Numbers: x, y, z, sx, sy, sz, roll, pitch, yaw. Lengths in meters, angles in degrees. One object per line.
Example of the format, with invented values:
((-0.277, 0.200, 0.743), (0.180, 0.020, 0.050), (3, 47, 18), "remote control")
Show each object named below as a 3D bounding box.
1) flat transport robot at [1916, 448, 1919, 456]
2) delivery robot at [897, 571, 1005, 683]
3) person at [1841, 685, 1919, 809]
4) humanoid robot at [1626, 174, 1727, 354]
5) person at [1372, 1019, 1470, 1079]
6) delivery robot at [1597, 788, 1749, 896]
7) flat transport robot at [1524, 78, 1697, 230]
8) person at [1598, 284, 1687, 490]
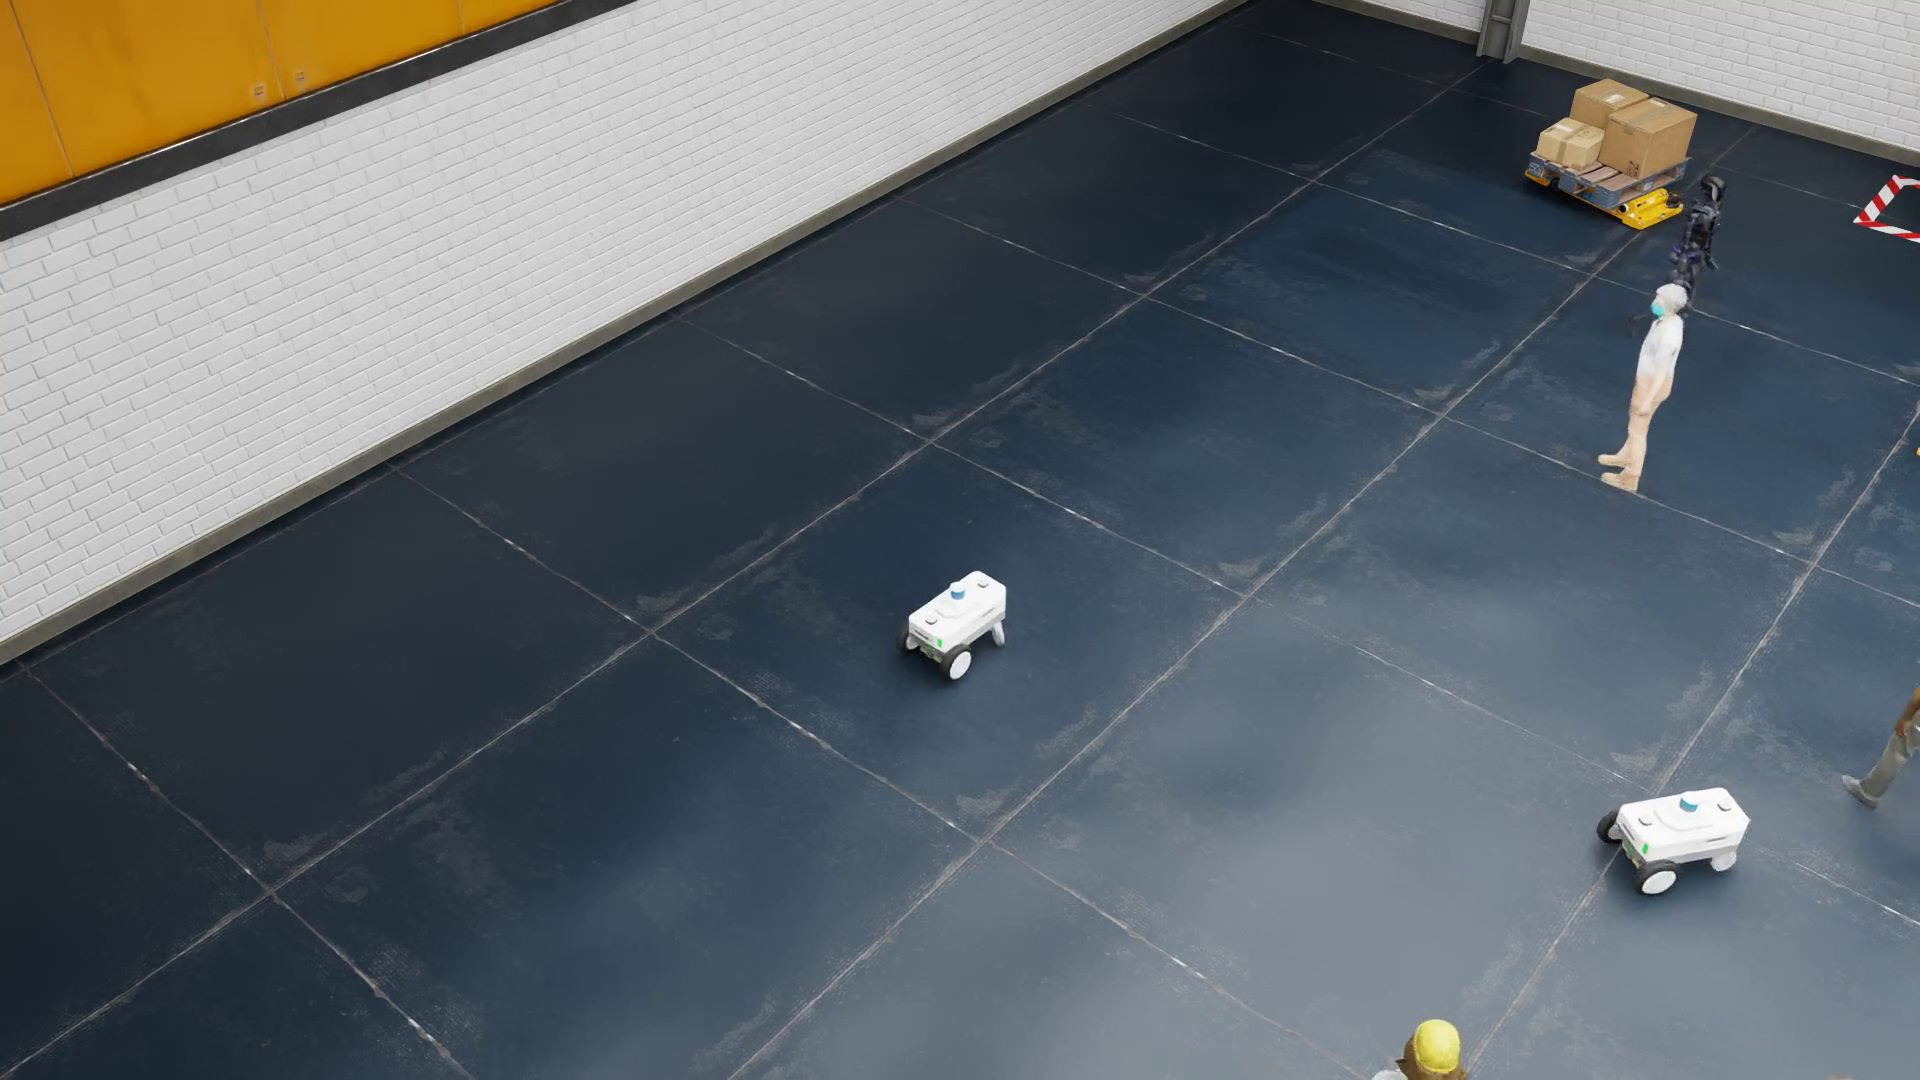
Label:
((8.260, -0.462, 12.860), (0.659, 0.231, 1.431), (-20, 43, -23), "flat transport robot")
((-0.037, 0.572, 11.363), (0.510, 0.614, 0.785), (30, 48, 32), "delivery robot")
((5.872, 1.059, 9.751), (0.621, 1.822, 0.756), (-3, 39, -3), "person")
((6.149, -2.380, 14.130), (0.601, 1.644, 0.546), (-30, 48, -32), "humanoid robot")
((2.083, 2.780, 7.691), (0.497, 1.686, 0.925), (9, 40, 11), "person")
((4.241, 1.749, 9.902), (0.791, 0.614, 0.499), (-8, 40, -10), "delivery robot")
((6.457, -3.549, 16.692), (0.659, 0.231, 1.431), (-24, 45, -27), "flat transport robot")
((5.197, -1.175, 12.573), (0.334, 1.740, 0.514), (12, 40, 15), "person")
